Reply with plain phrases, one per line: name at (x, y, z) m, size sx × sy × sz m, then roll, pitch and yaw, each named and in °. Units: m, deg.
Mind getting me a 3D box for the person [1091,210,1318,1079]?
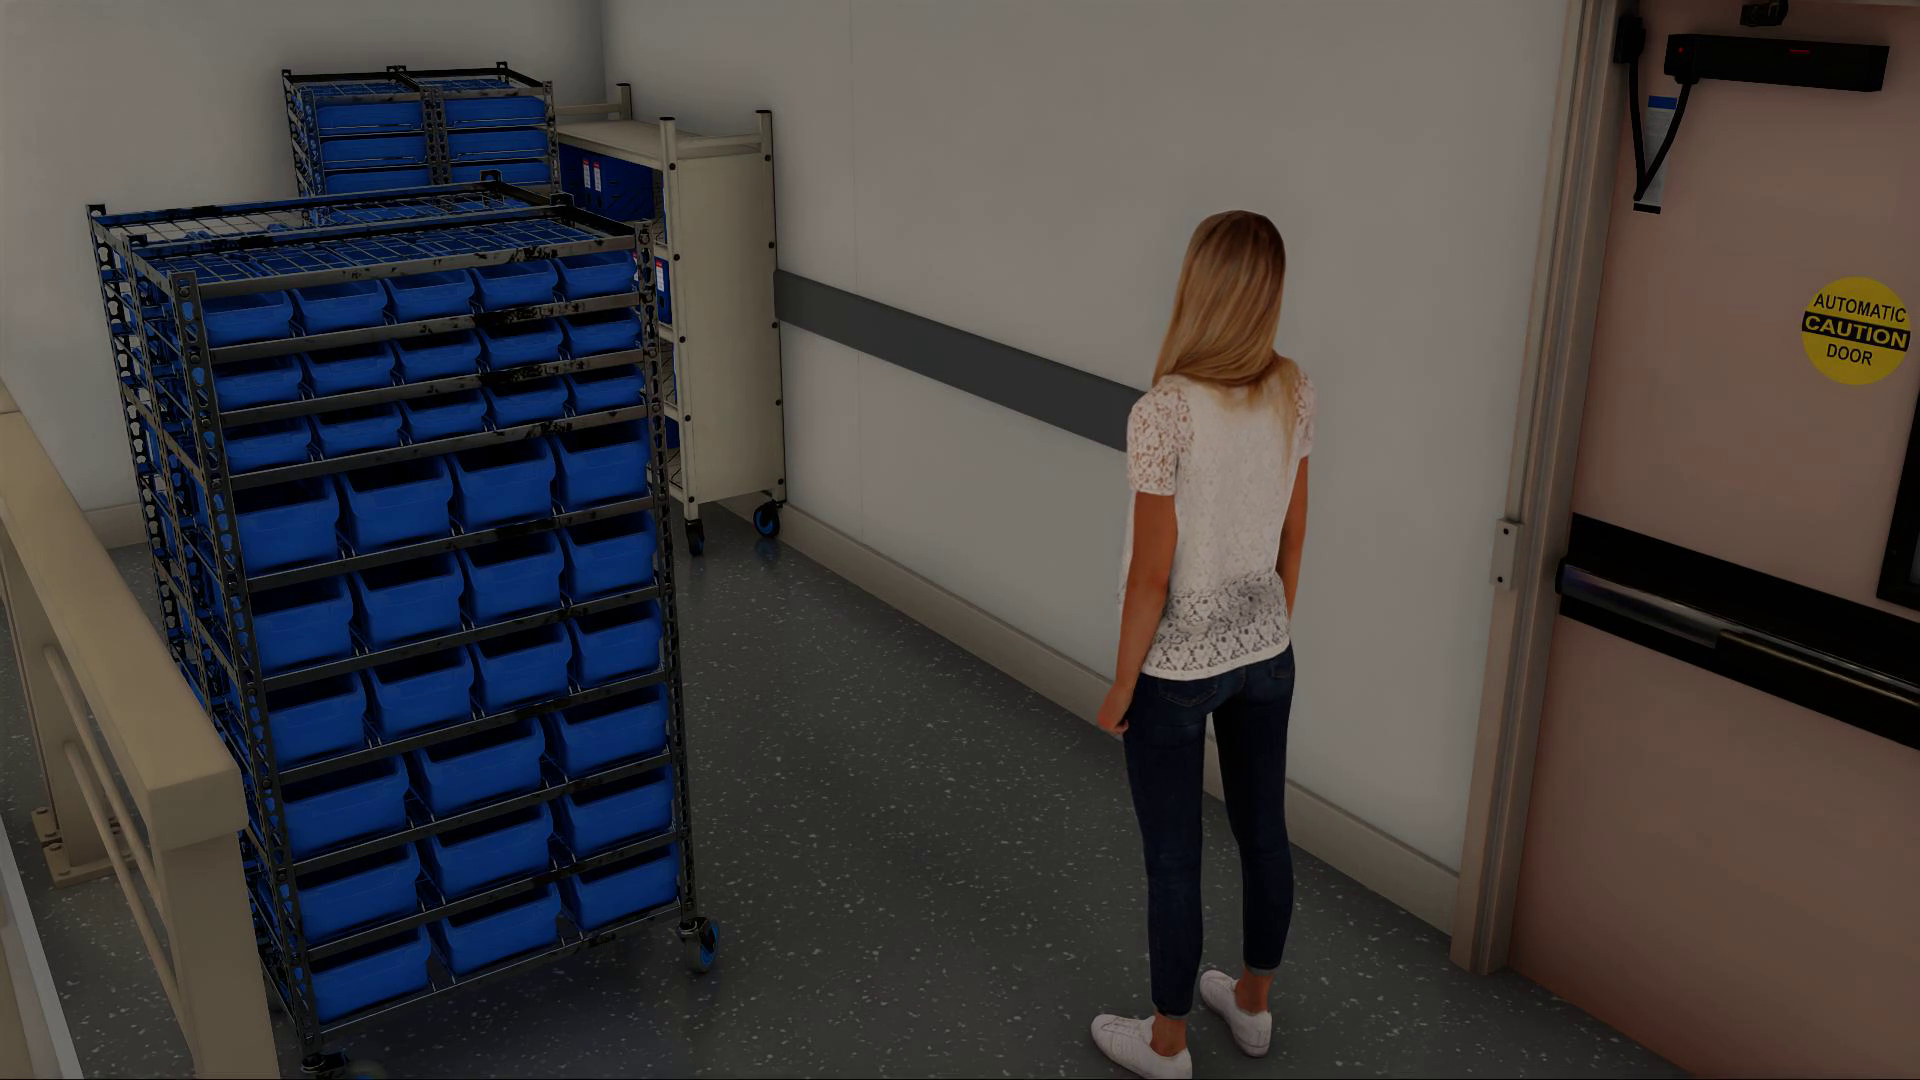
person at (0.499, 0.257, 3.262) m, size 0.617 × 1.808 × 0.523 m, roll -11°, pitch 24°, yaw -28°
